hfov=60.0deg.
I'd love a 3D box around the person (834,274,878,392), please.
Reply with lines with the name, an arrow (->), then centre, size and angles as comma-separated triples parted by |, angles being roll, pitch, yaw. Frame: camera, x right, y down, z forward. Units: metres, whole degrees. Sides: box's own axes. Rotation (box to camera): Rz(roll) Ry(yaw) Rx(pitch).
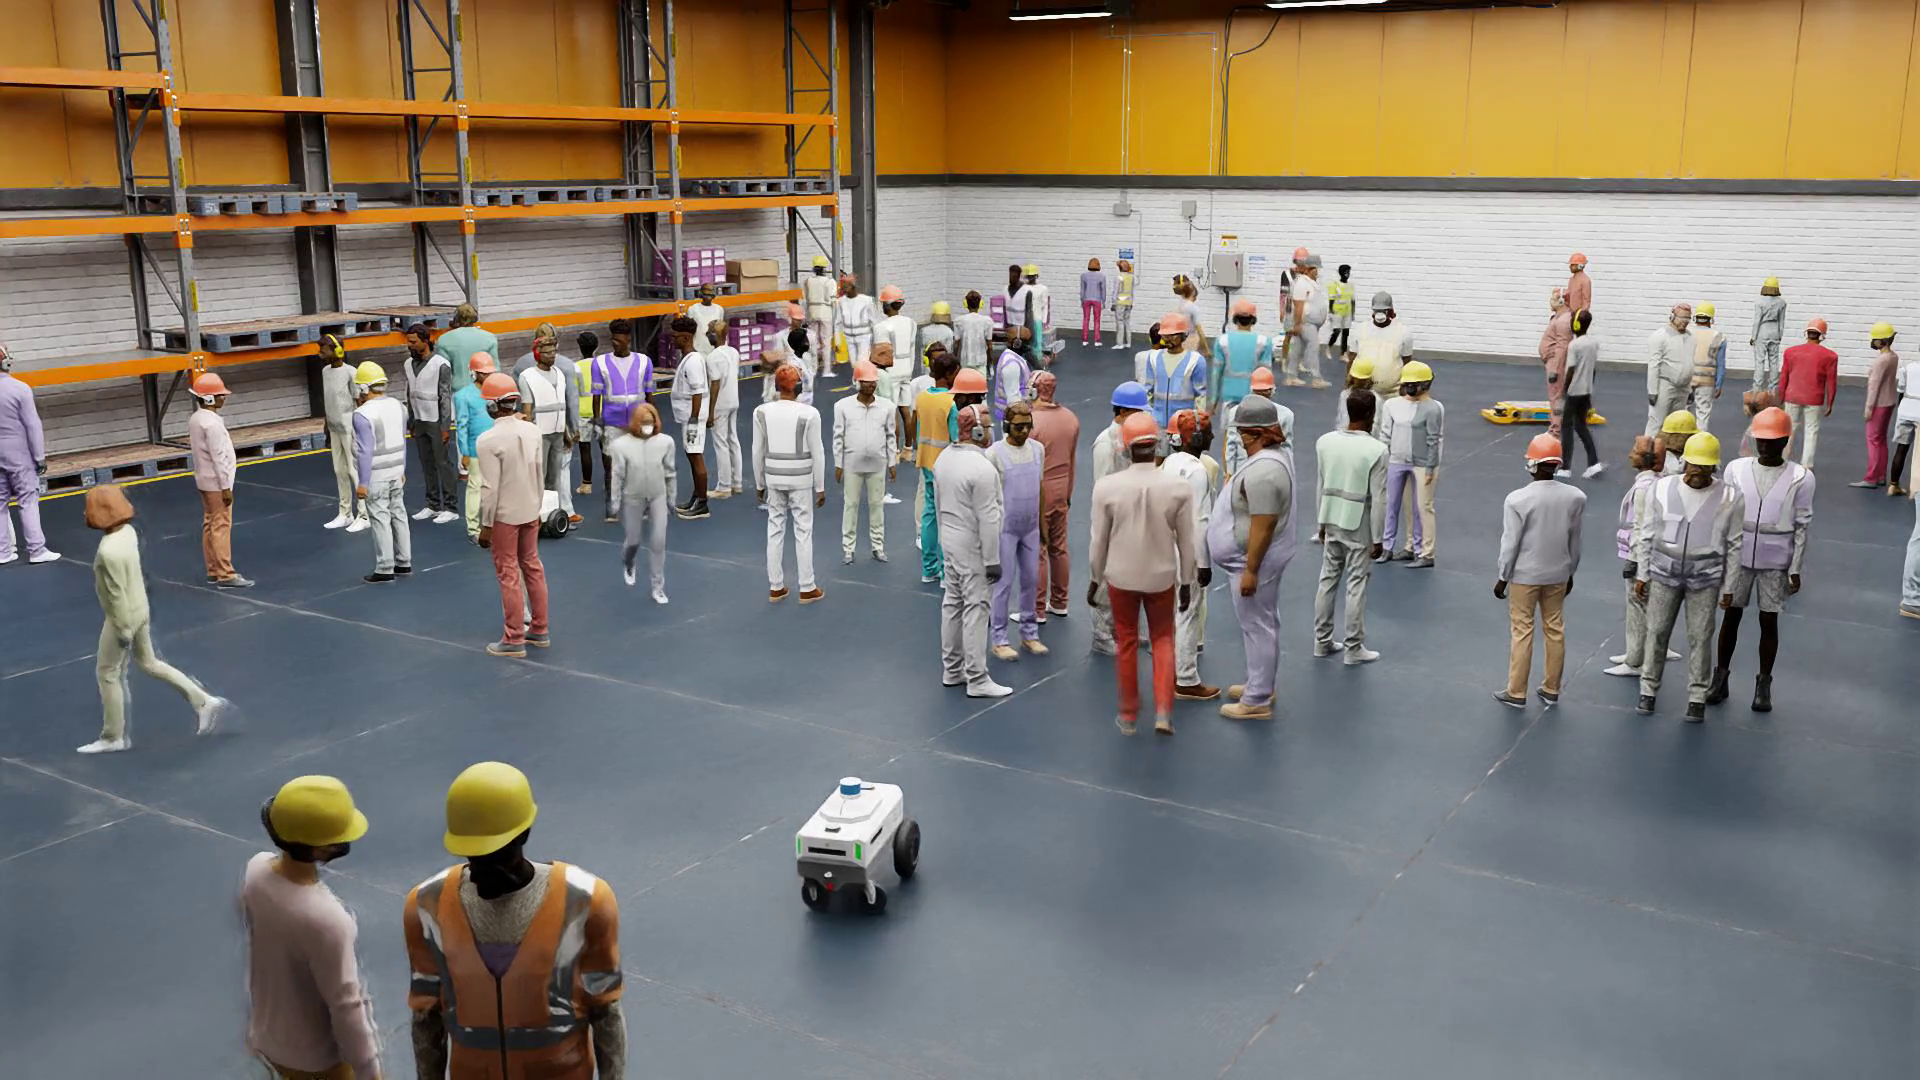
person -> -1.443, -2.805, 23.371 | 0.594, 1.853, 0.537 | 6, 14, 25

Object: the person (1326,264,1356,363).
person -> 6.479, -3.847, 28.258 | 0.562, 1.686, 0.368 | -5, 14, -22

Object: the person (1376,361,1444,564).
person -> 3.841, -0.649, 14.223 | 0.534, 1.767, 0.314 | 5, 14, 22

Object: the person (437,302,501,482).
person -> -5.266, -1.588, 17.918 | 0.635, 1.939, 0.362 | -4, 14, -17

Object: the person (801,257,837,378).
person -> -2.228, -3.526, 26.427 | 0.608, 1.902, 0.397 | 3, 13, 14

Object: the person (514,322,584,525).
person -> -3.883, -1.085, 15.738 | 0.635, 1.937, 0.352 | 4, 13, 15

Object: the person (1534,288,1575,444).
person -> 7.257, -2.116, 20.282 | 0.411, 1.908, 0.643 | 4, 14, 18

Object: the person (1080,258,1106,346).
person -> 2.466, -4.413, 30.864 | 0.494, 1.624, 0.279 | 4, 14, 17

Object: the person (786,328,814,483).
person -> -1.706, -1.398, 17.615 | 0.317, 1.698, 0.540 | 1, 13, 5

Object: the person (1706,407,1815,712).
person -> 5.040, 0.121, 10.503 | 0.543, 1.940, 0.361 | 9, 16, 34

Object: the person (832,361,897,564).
person -> -0.814, -0.668, 14.322 | 0.562, 1.756, 0.317 | -3, 13, -12

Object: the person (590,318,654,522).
person -> -3.224, -1.152, 15.970 | 0.612, 1.962, 0.364 | -5, 14, -21

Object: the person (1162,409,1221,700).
person -> 1.482, 0.091, 10.759 | 0.354, 1.883, 0.573 | -3, 13, -15

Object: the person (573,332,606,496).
person -> -3.819, -1.306, 17.224 | 0.541, 1.695, 0.316 | -9, 16, -35

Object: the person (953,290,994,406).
person -> 0.168, -2.141, 20.498 | 0.505, 1.858, 0.332 | 1, 13, 3

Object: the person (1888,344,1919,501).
person -> 9.784, -1.241, 16.962 | 0.319, 1.690, 0.540 | -6, 14, -25

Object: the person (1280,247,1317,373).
person -> 5.474, -3.709, 26.894 | 0.615, 2.038, 0.395 | -2, 13, -10

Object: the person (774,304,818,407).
person -> -2.028, -2.056, 20.453 | 0.581, 1.713, 0.888 | -6, 14, -23

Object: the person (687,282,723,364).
person -> -3.354, -2.497, 22.077 | 0.506, 1.840, 0.343 | -8, 15, -30

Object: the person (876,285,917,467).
person -> -0.755, -1.853, 18.837 | 0.382, 2.045, 0.605 | 10, 16, 37

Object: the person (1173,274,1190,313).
person -> 3.120, -2.772, 23.240 | 0.328, 1.859, 0.515 | 1, 13, 6

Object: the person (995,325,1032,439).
person -> 0.558, -1.212, 16.527 | 0.429, 1.836, 0.623 | 0, 13, 2

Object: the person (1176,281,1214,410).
person -> 3.119, -2.587, 22.534 | 0.530, 1.804, 0.558 | -4, 14, -18

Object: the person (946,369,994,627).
person -> 0.077, -0.306, 12.360 | 0.358, 1.938, 0.545 | -1, 13, -5

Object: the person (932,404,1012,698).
person -> 0.090, 0.067, 10.809 | 0.402, 1.911, 0.638 | -7, 15, -28

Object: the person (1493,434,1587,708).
person -> 3.663, 0.196, 10.579 | 0.563, 1.753, 0.327 | -3, 13, -12

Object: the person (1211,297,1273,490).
person -> 2.947, -1.518, 17.419 | 0.618, 2.044, 0.444 | 3, 13, 14

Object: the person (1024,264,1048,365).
person -> 1.154, -3.560, 26.851 | 0.525, 1.769, 0.308 | 1, 13, 5

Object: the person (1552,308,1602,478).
person -> 6.710, -1.578, 18.093 | 0.555, 1.889, 0.458 | -9, 16, -35

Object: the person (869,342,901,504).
person -> -0.786, -1.191, 16.863 | 0.285, 1.633, 0.501 | -4, 13, -15

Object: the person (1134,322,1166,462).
person -> 1.945, -1.252, 16.655 | 0.332, 1.857, 0.528 | -11, 17, -41

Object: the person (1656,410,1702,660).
person -> 4.960, -0.045, 11.655 | 0.316, 1.742, 0.492 | 2, 13, 9

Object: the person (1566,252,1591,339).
person -> 9.652, -3.508, 26.122 | 0.394, 1.992, 0.622 | -1, 13, -5

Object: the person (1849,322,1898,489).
person -> 9.693, -1.418, 17.581 | 0.343, 1.758, 0.532 | 13, 18, 43

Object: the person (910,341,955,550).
person -> -0.208, -0.838, 14.817 | 0.514, 1.872, 0.328 | -10, 16, -36

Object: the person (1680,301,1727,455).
person -> 8.566, -1.850, 19.322 | 0.586, 1.824, 0.404 | 8, 15, 32

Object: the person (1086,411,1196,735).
person -> 1.081, 0.218, 9.981 | 0.644, 1.988, 0.422 | 0, 13, 0

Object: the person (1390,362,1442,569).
person -> 3.901, -0.638, 14.207 | 0.340, 1.755, 0.531 | -3, 13, -13

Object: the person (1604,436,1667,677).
person -> 4.582, 0.106, 11.215 | 0.307, 1.644, 0.521 | 7, 15, 28
